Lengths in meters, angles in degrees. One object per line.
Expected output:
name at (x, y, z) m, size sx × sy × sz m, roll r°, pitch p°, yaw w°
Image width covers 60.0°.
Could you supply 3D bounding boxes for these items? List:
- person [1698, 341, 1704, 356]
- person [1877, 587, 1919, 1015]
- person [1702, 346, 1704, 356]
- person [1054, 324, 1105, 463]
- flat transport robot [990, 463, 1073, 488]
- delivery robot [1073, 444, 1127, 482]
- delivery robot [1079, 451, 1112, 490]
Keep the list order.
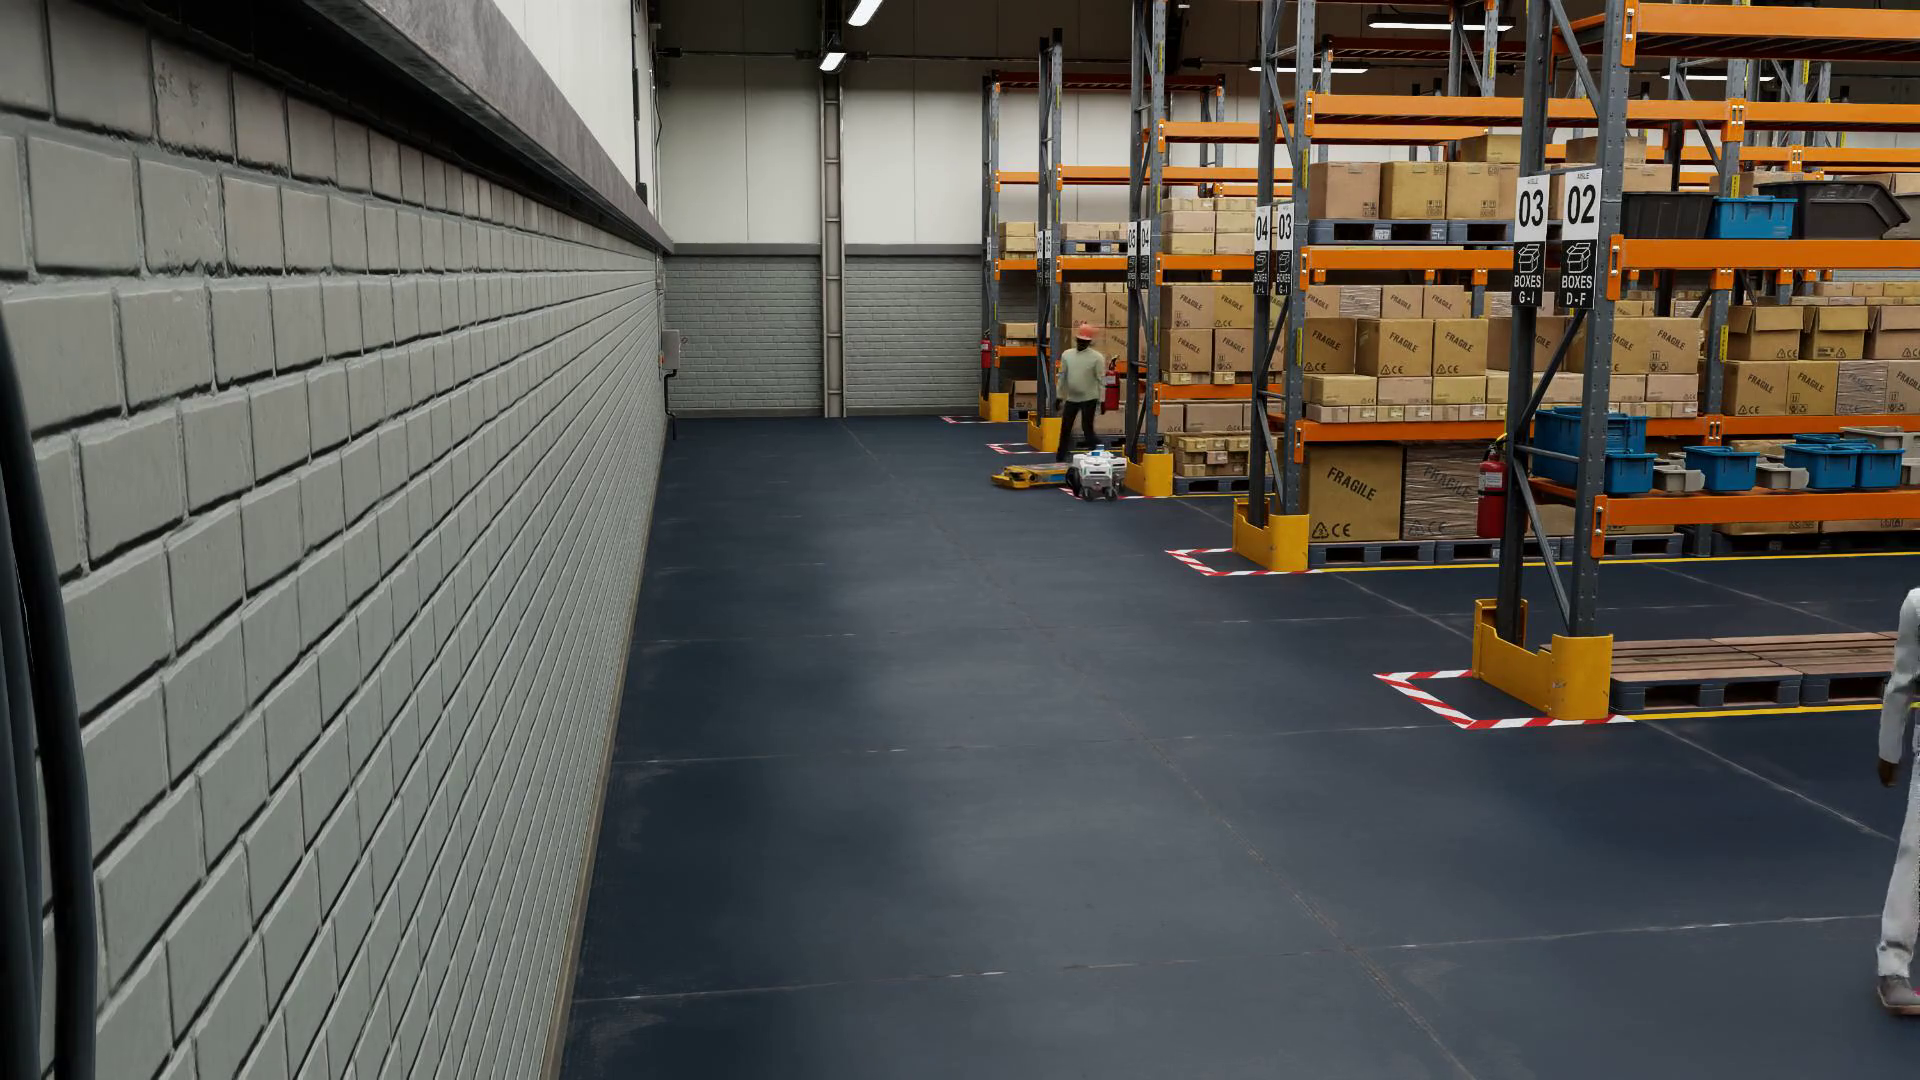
person at (8.714, -1.378, 19.150) m, size 0.874 × 1.888 × 0.599 m, roll 1°, pitch 9°, yaw 7°
person at (3.707, 0.766, 6.102) m, size 0.585 × 1.840 × 0.899 m, roll 4°, pitch 10°, yaw 23°
person at (8.224, -1.229, 18.299) m, size 0.393 × 1.855 × 0.552 m, roll 1°, pitch 9°, yaw 7°
person at (1.590, -1.872, 21.976) m, size 0.709 × 1.961 × 0.437 m, roll 5°, pitch 11°, yaw 30°
flat transport robot at (1.157, -0.813, 20.606) m, size 1.431 × 0.197 × 0.652 m, roll -4°, pitch 10°, yaw -25°
delivery robot at (1.686, -0.907, 20.023) m, size 0.477 × 0.478 × 0.707 m, roll -7°, pitch 11°, yaw -35°
delivery robot at (1.576, -0.798, 19.349) m, size 0.477 × 0.478 × 0.707 m, roll 0°, pitch 9°, yaw 1°
